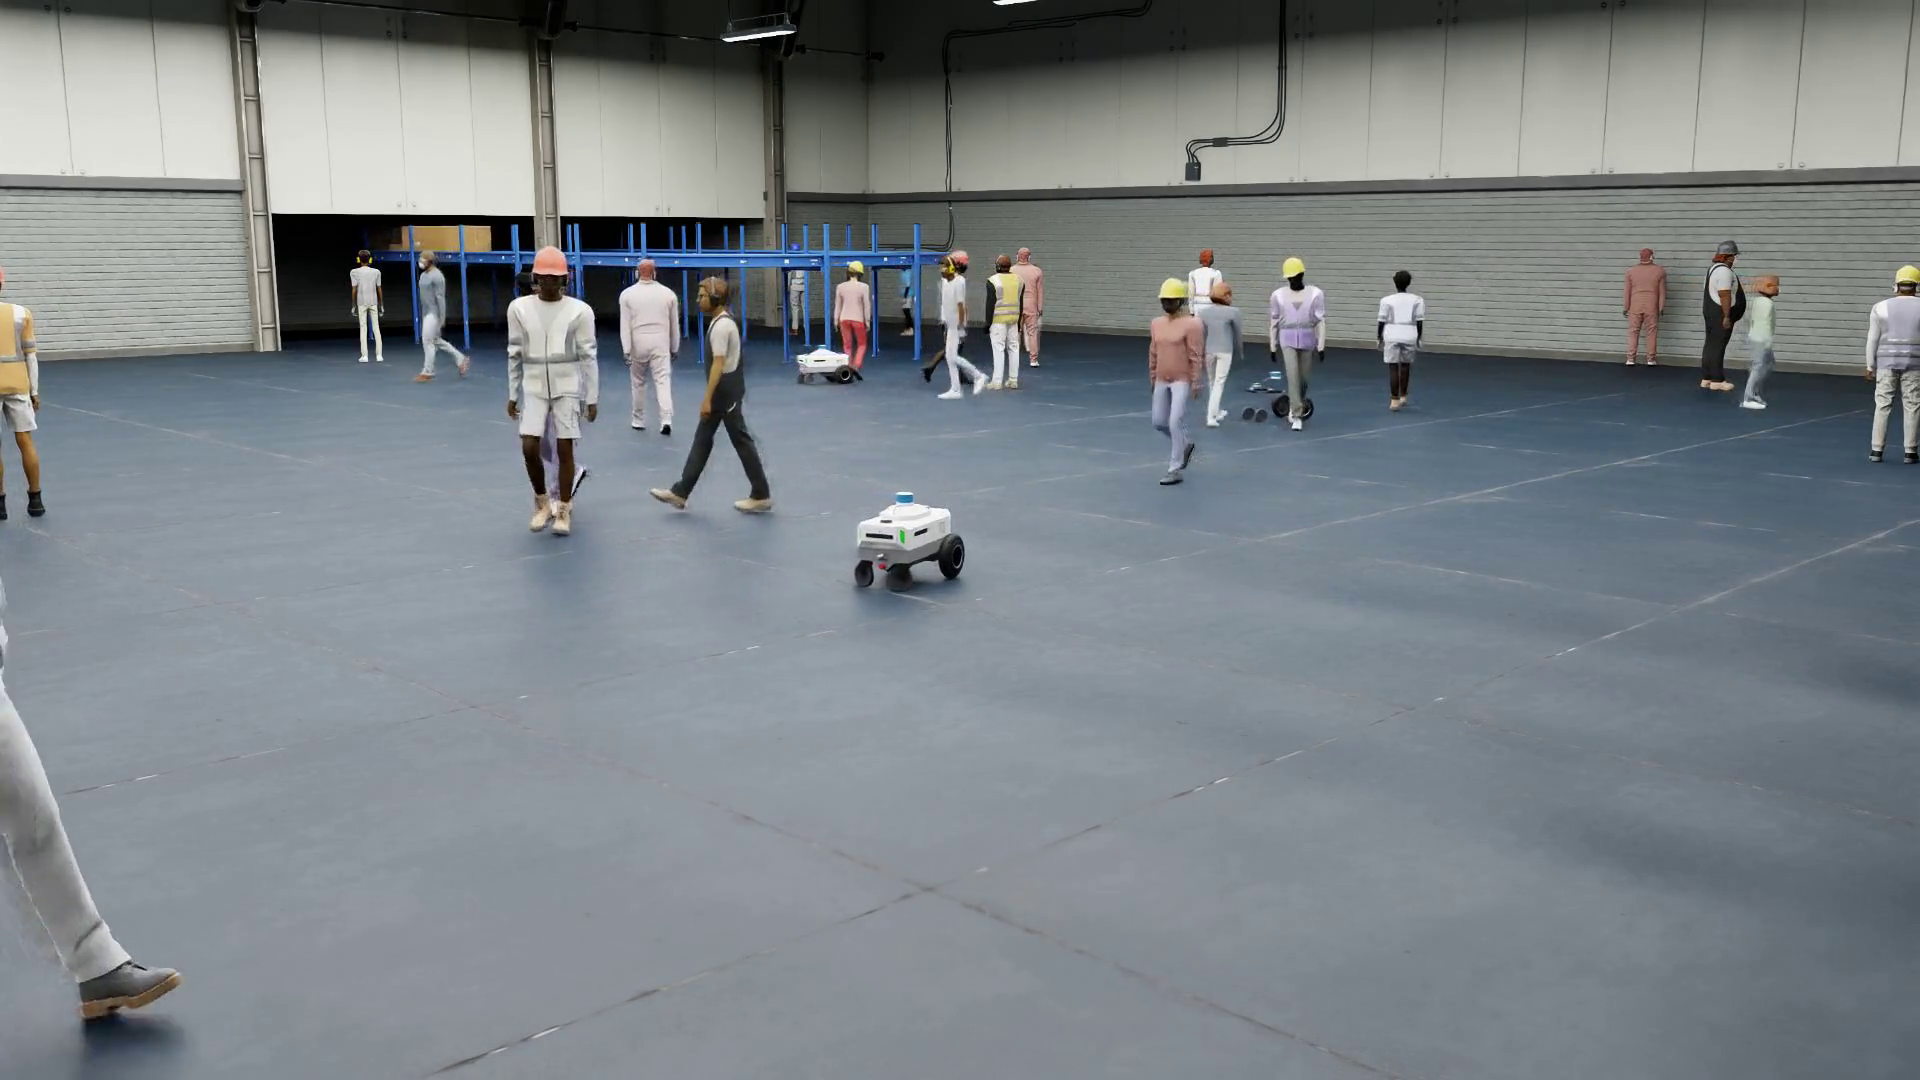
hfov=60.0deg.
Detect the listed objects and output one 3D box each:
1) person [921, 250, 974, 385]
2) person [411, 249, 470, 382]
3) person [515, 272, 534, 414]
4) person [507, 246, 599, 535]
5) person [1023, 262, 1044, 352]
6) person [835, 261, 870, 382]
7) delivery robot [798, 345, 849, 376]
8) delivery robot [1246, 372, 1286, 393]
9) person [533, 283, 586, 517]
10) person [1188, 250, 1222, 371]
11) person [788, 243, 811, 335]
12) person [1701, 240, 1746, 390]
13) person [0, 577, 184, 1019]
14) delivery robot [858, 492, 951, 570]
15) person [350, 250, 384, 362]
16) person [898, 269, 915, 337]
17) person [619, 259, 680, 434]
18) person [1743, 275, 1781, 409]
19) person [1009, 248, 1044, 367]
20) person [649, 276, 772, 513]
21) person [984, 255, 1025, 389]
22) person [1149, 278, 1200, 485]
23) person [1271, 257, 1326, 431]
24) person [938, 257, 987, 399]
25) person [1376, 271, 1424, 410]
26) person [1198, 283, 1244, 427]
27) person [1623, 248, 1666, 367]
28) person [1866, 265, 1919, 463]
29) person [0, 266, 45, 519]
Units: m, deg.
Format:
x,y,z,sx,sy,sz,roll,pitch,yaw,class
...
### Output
x,y,z,sx,sy,sz,roll,pitch,yaw,class
-0.158,-3.123,23.433,0.838,1.910,0.561,-4,11,-22,person
-7.605,-3.281,24.281,0.865,1.916,0.640,-8,13,-36,person
-4.954,-2.241,19.194,0.393,1.685,0.551,1,10,3,person
-2.864,-1.037,11.694,0.648,2.030,0.458,-1,10,-4,person
1.293,-4.229,30.225,0.509,1.622,0.383,-2,11,-12,person
-1.546,-3.156,24.027,0.548,1.745,0.386,2,11,13,person
-1.965,-2.564,23.927,0.707,0.478,0.477,-5,12,-26,delivery robot
3.655,-1.827,19.196,0.698,0.223,0.335,-4,11,-23,delivery robot
-3.062,-1.140,12.651,0.651,1.890,0.551,7,12,32,person
3.863,-3.606,26.121,0.575,1.884,0.355,6,12,31,person
-3.463,-5.347,35.468,0.602,1.938,0.402,-8,13,-38,person
10.587,-3.101,23.051,0.536,2.000,0.673,1,10,7,person
-2.646,0.419,4.336,0.977,1.835,0.583,1,10,6,person
-0.338,-0.050,10.216,0.477,0.478,0.707,5,11,24,delivery robot
-9.952,-3.929,27.920,0.531,1.870,0.316,-6,12,-29,person
-1.131,-5.086,34.796,0.317,1.669,0.619,-2,11,-9,person
-3.325,-2.086,17.920,0.660,1.862,0.988,-4,11,-22,person
9.845,-2.416,20.338,0.437,1.621,0.528,3,11,15,person
1.027,-3.734,26.755,0.641,1.909,0.409,0,10,2,person
-1.886,-1.094,12.659,0.951,1.792,0.535,-2,11,-11,person
0.592,-3.017,23.022,0.622,1.845,0.429,-7,13,-34,person
1.883,-1.376,14.340,0.528,1.753,0.550,10,14,43,person
3.735,-2.184,18.415,0.603,1.877,0.826,2,11,10,person
-0.006,-2.769,21.688,0.555,1.837,0.531,-3,11,-16,person
5.345,-2.443,20.315,0.552,1.671,0.683,0,10,2,person
2.912,-2.073,18.617,0.487,1.579,0.856,7,12,33,person
11.097,-3.773,26.985,0.636,1.903,0.404,4,11,22,person
8.808,-1.645,15.565,0.590,1.832,0.403,6,12,31,person
-7.229,-1.137,12.508,0.545,1.939,0.373,-8,13,-38,person
